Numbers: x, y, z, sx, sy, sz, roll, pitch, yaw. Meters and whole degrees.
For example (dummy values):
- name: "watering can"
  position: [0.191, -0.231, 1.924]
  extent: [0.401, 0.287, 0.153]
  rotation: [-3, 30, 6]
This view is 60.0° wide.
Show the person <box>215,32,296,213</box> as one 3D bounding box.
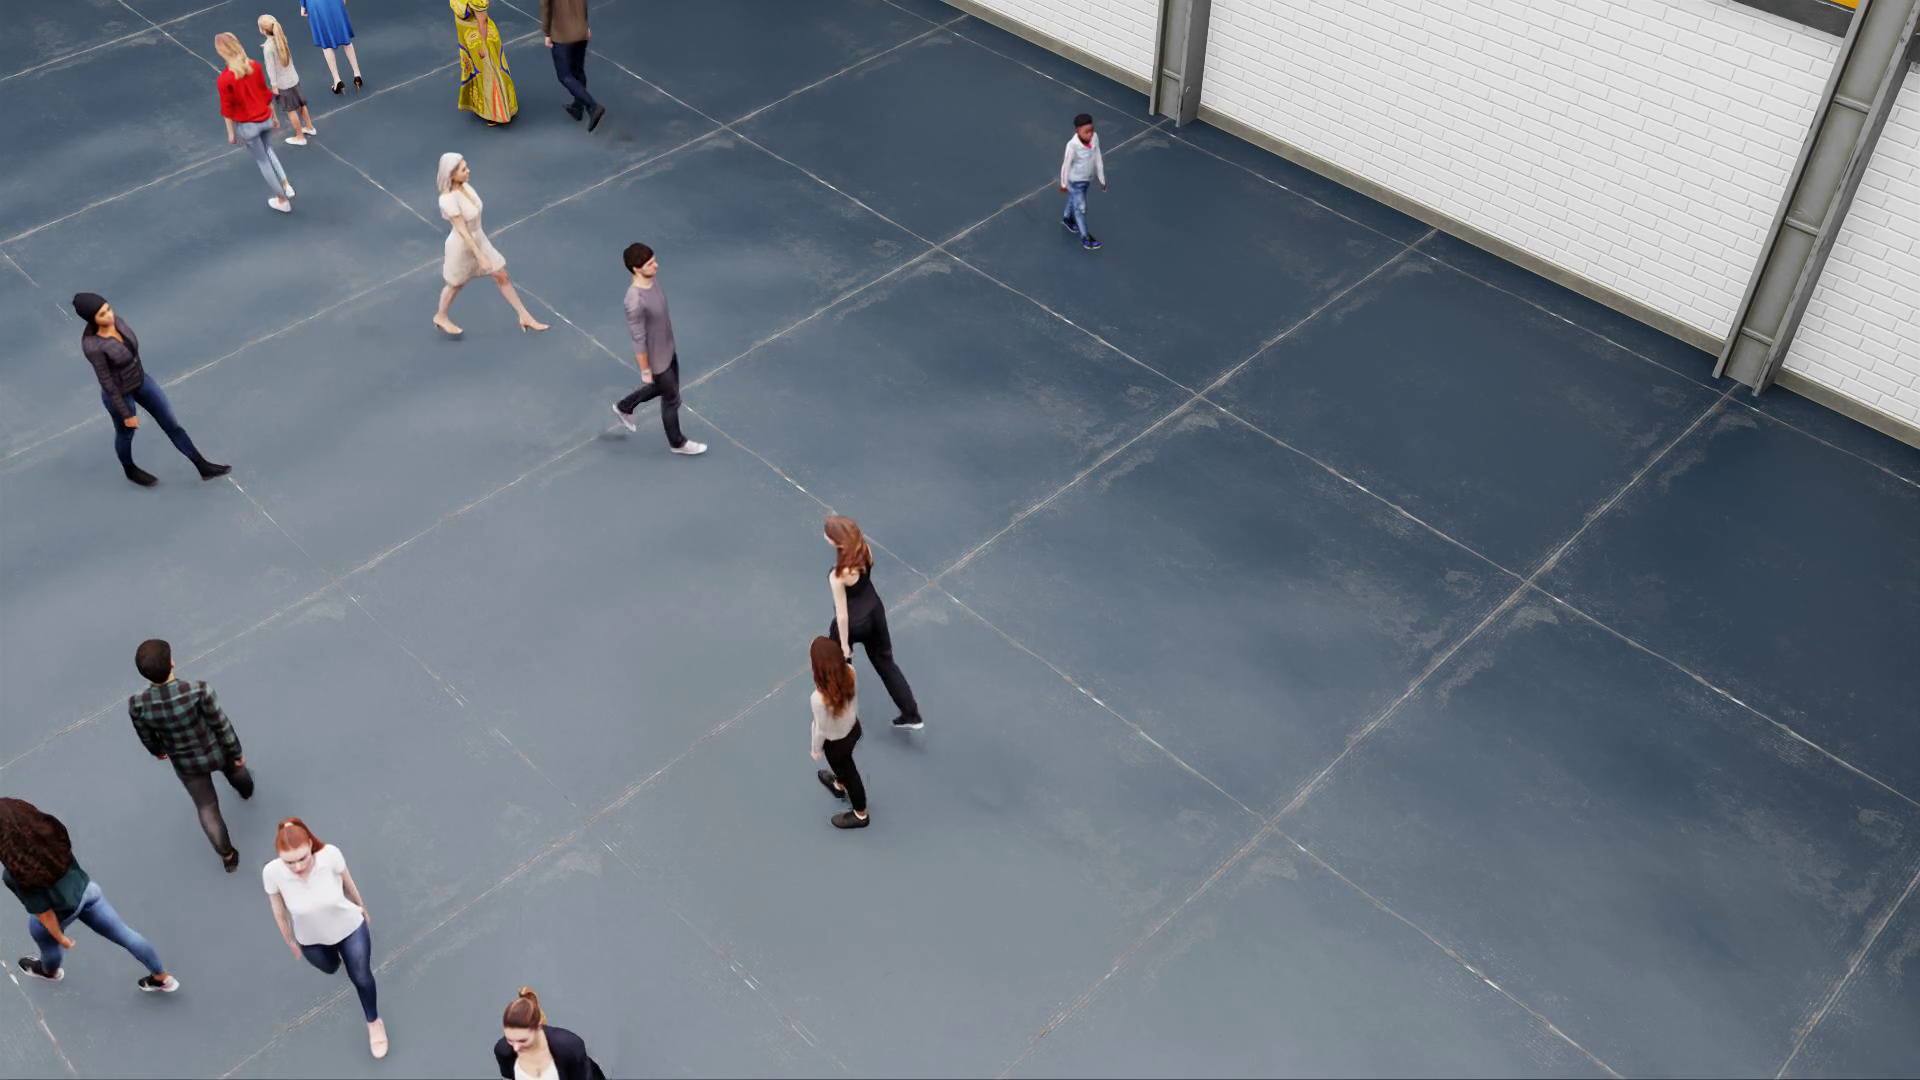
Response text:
- name: "person"
  position: [-6.200, -3.664, 14.764]
  extent: [0.662, 1.693, 0.687]
  rotation: [20, 47, 19]

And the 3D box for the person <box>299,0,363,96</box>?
- name: "person"
  position: [-6.249, -5.246, 16.329]
  extent: [0.637, 1.825, 0.609]
  rotation: [-27, 50, -26]

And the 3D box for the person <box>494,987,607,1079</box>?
- name: "person"
  position: [-1.942, 2.649, 8.174]
  extent: [1.108, 1.643, 1.204]
  rotation: [-3, 44, -4]

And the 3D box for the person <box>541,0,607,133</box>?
- name: "person"
  position: [-3.671, -4.803, 15.843]
  extent: [0.971, 1.855, 0.728]
  rotation: [28, 50, 26]

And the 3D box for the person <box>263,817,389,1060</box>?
- name: "person"
  position: [-3.351, 1.990, 8.811]
  extent: [0.829, 1.720, 1.104]
  rotation: [-17, 46, -17]

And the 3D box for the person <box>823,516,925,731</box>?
- name: "person"
  position: [-0.549, 0.543, 10.345]
  extent: [1.178, 1.698, 0.795]
  rotation: [25, 49, 24]

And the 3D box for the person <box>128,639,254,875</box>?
- name: "person"
  position: [-4.464, 1.281, 9.750]
  extent: [0.992, 1.682, 1.180]
  rotation: [-13, 45, -13]

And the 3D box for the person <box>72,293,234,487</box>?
- name: "person"
  position: [-6.090, -1.054, 12.012]
  extent: [1.184, 1.710, 1.021]
  rotation: [7, 44, 8]

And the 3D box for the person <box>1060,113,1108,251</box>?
- name: "person"
  position: [1.023, -3.219, 14.635]
  extent: [0.540, 1.228, 0.859]
  rotation: [-29, 51, -27]

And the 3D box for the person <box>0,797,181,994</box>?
- name: "person"
  position: [-4.715, 1.967, 8.950]
  extent: [1.204, 1.560, 1.038]
  rotation: [5, 44, 5]

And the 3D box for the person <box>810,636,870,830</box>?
- name: "person"
  position: [-0.678, 1.167, 9.855]
  extent: [0.751, 1.470, 0.653]
  rotation: [15, 46, 16]

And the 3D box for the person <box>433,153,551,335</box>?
- name: "person"
  position: [-4.032, -2.284, 13.328]
  extent: [1.219, 1.676, 1.109]
  rotation: [2, 44, 2]

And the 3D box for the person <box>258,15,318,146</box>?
- name: "person"
  position: [-6.427, -4.392, 15.833]
  extent: [0.647, 1.274, 0.602]
  rotation: [8, 44, 8]

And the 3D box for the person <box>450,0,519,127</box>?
- name: "person"
  position: [-4.636, -4.825, 16.006]
  extent: [0.939, 1.661, 0.742]
  rotation: [-29, 51, -27]

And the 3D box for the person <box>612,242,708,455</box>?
- name: "person"
  position: [-2.324, -1.391, 12.276]
  extent: [1.099, 1.833, 1.011]
  rotation: [4, 44, 4]
